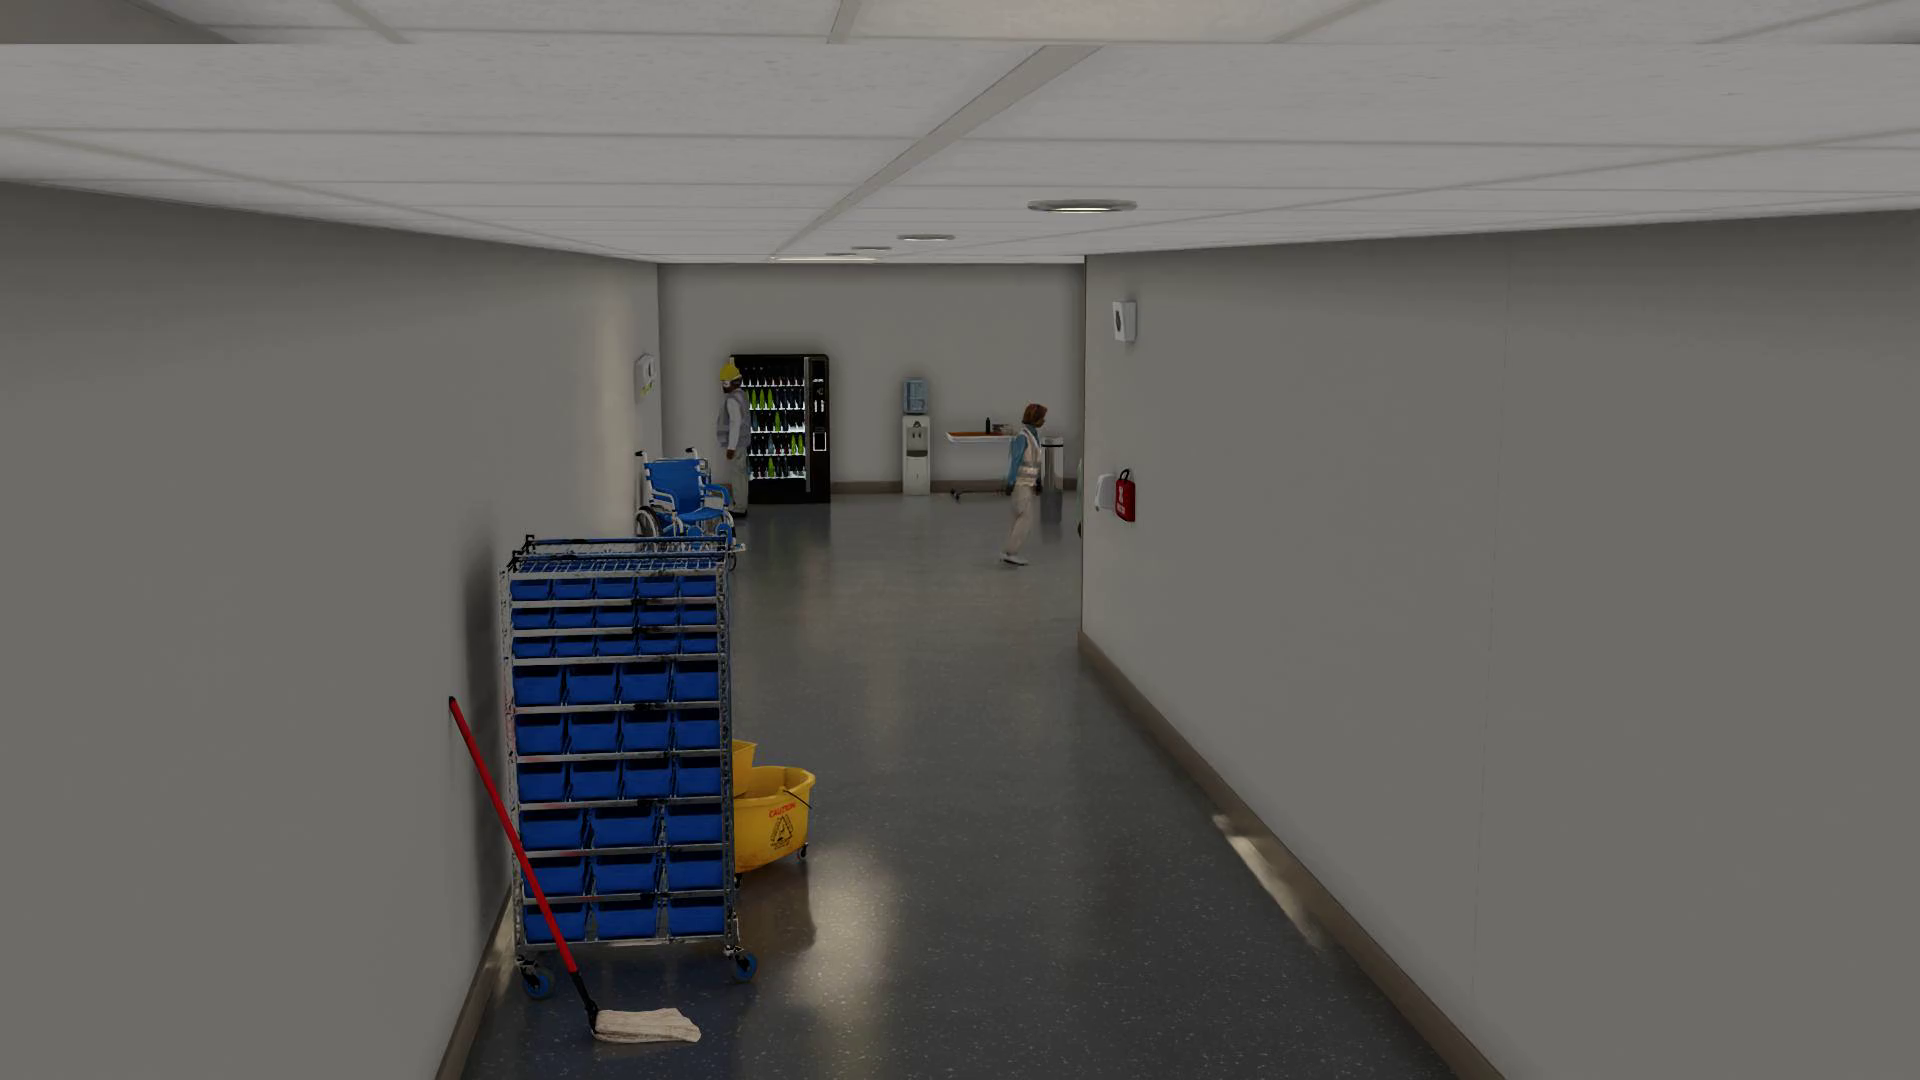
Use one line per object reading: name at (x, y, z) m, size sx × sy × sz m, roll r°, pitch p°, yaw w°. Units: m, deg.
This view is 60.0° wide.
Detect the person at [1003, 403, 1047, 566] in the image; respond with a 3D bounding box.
person at (0.631, -0.549, 16.473) m, size 0.454 × 1.606 × 0.534 m, roll 3°, pitch 9°, yaw 16°

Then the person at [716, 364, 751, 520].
person at (-2.654, -1.142, 19.507) m, size 0.404 × 1.829 × 0.591 m, roll 0°, pitch 9°, yaw 2°
